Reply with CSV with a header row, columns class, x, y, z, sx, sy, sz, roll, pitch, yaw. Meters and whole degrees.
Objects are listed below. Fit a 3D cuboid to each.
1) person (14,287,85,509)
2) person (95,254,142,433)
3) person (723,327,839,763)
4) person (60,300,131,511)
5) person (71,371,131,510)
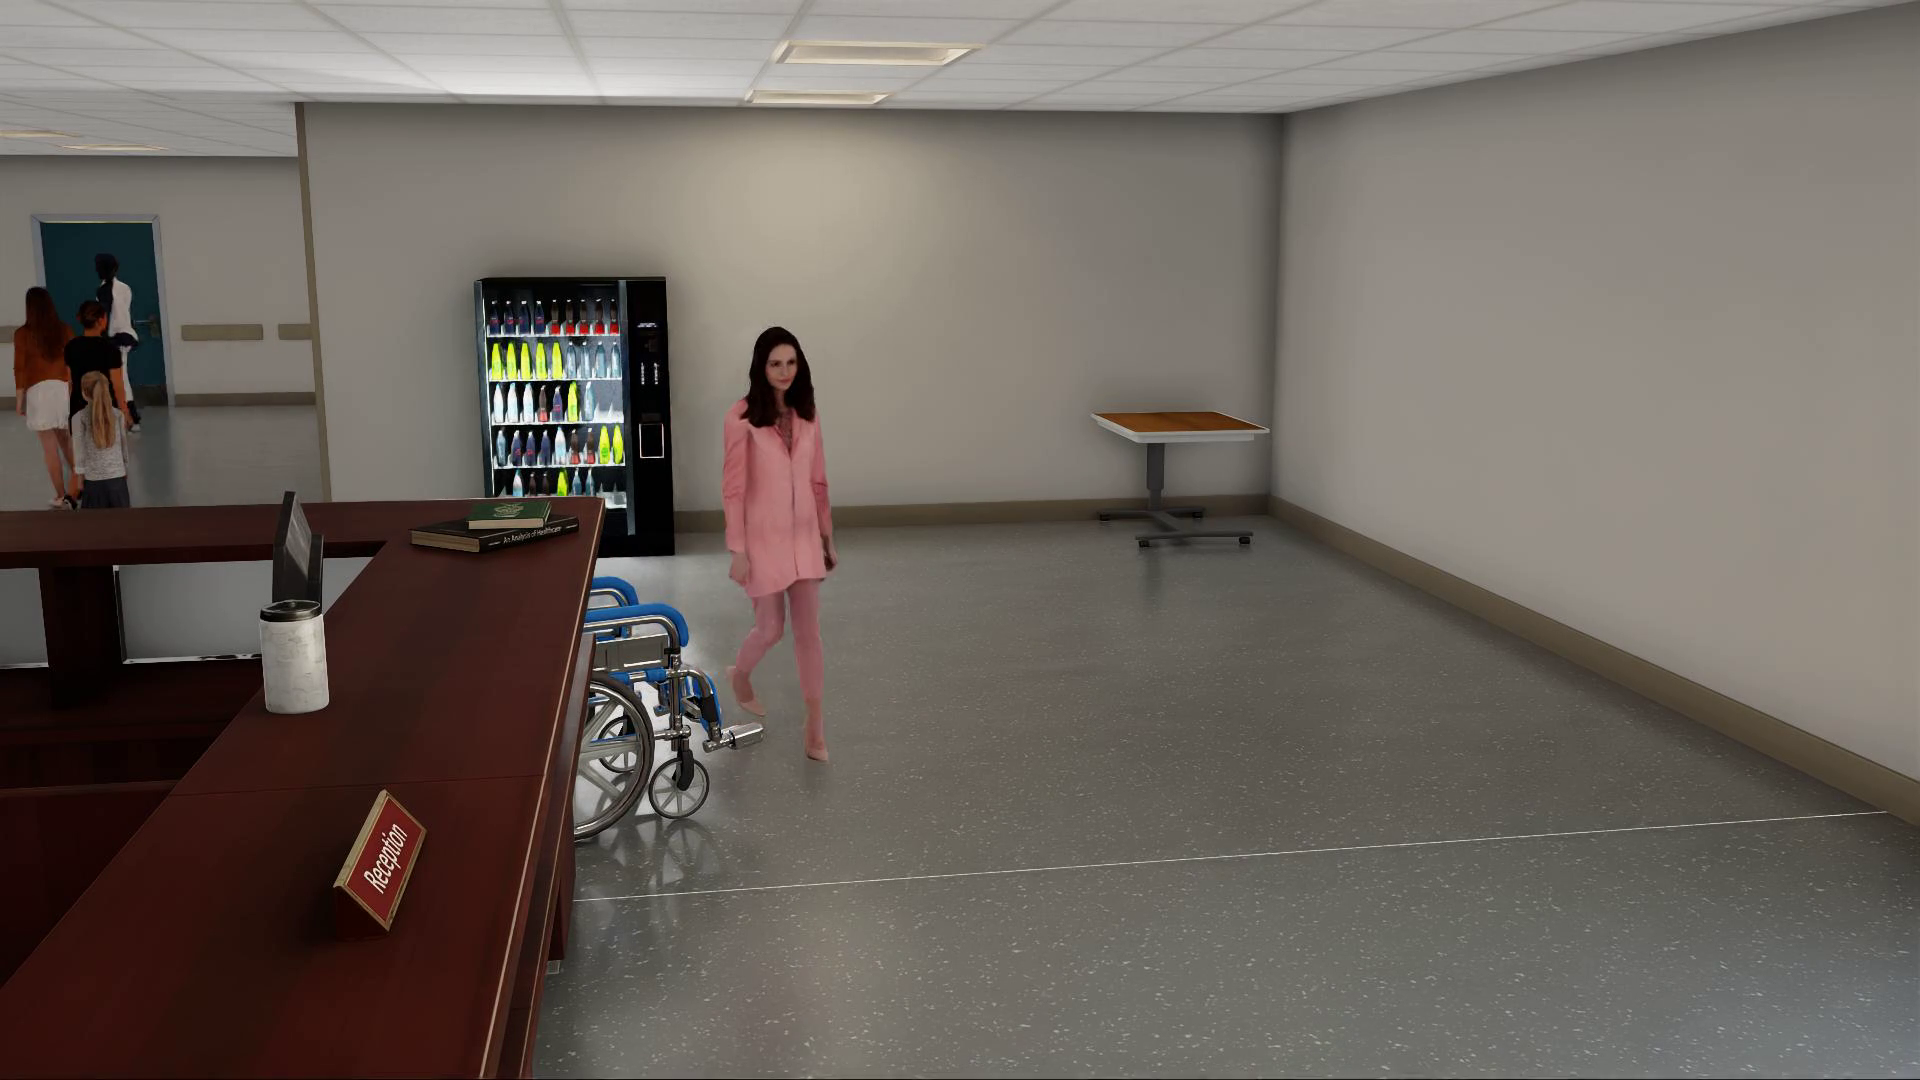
class,x,y,z,sx,sy,sz,roll,pitch,yaw
person,-7.023,-1.095,12.909,0.818,1.710,0.752,9,14,41
person,-8.877,-2.088,17.685,0.681,1.881,0.754,0,11,-3
person,-0.801,0.020,6.869,1.047,1.772,0.989,-8,14,-37
person,-6.189,-0.859,11.815,0.838,1.655,0.782,1,11,4
person,-5.469,-0.443,10.625,0.658,1.274,0.600,7,13,33
